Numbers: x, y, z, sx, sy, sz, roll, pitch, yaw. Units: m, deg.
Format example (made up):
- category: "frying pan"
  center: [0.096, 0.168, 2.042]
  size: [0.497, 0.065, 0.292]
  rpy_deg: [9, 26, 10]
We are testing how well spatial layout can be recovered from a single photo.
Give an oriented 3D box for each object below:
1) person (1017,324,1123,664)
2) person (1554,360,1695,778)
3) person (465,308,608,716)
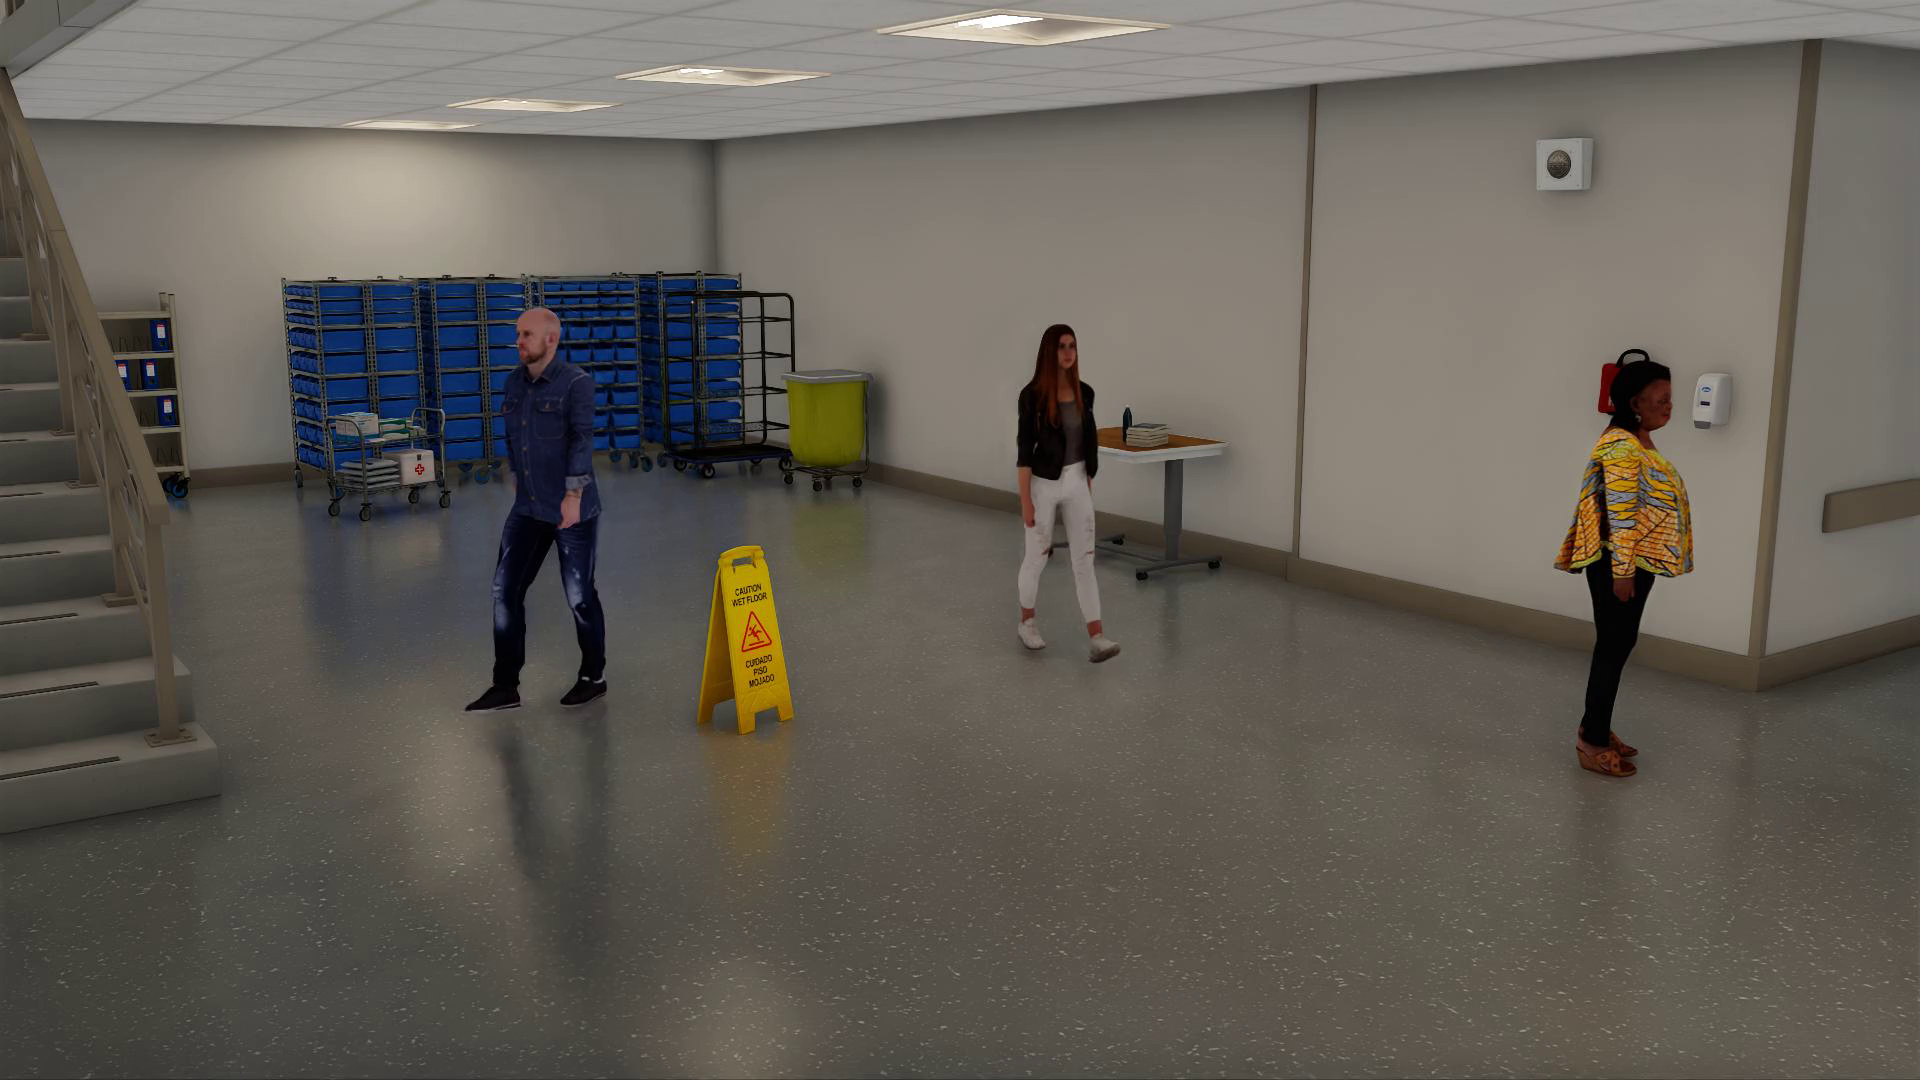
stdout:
- category: "person"
  center: [0.445, -0.225, 8.390]
  size: [0.813, 1.666, 1.159]
  rpy_deg: [-4, 11, -20]
- category: "person"
  center: [2.659, 0.105, 6.683]
  size: [0.913, 1.654, 0.864]
  rpy_deg: [5, 12, 24]
- category: "person"
  center: [-1.773, -0.125, 7.492]
  size: [1.011, 1.803, 1.029]
  rpy_deg: [5, 12, 23]
